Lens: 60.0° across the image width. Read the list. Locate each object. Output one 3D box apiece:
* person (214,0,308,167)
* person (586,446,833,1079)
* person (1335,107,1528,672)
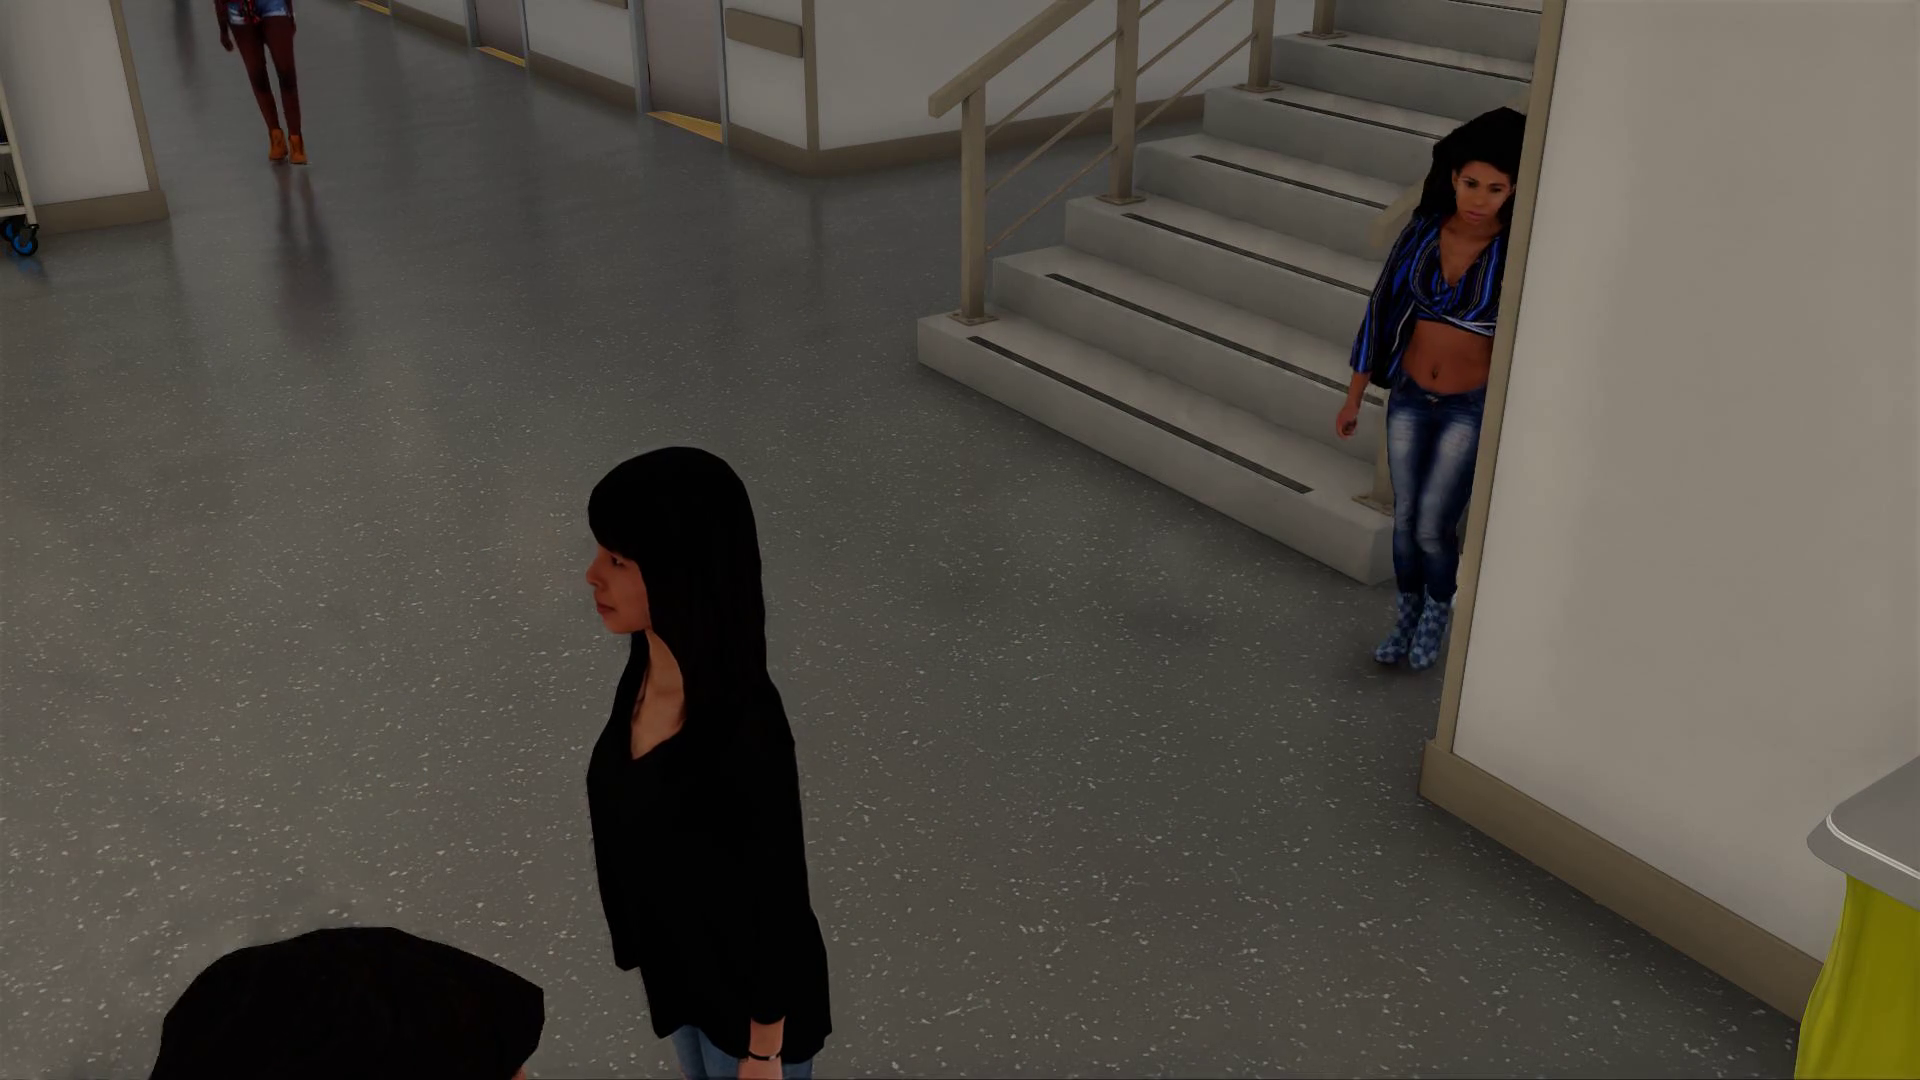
[{"bbox_3d":[-4.352,-3.210,10.341,0.942,1.702,0.866,-5,26,-11],"label":"person"},{"bbox_3d":[-0.344,0.620,2.462,0.514,1.646,0.554,-16,30,-29],"label":"person"},{"bbox_3d":[1.366,-0.373,4.561,0.670,1.613,0.701,-23,34,-39],"label":"person"}]
